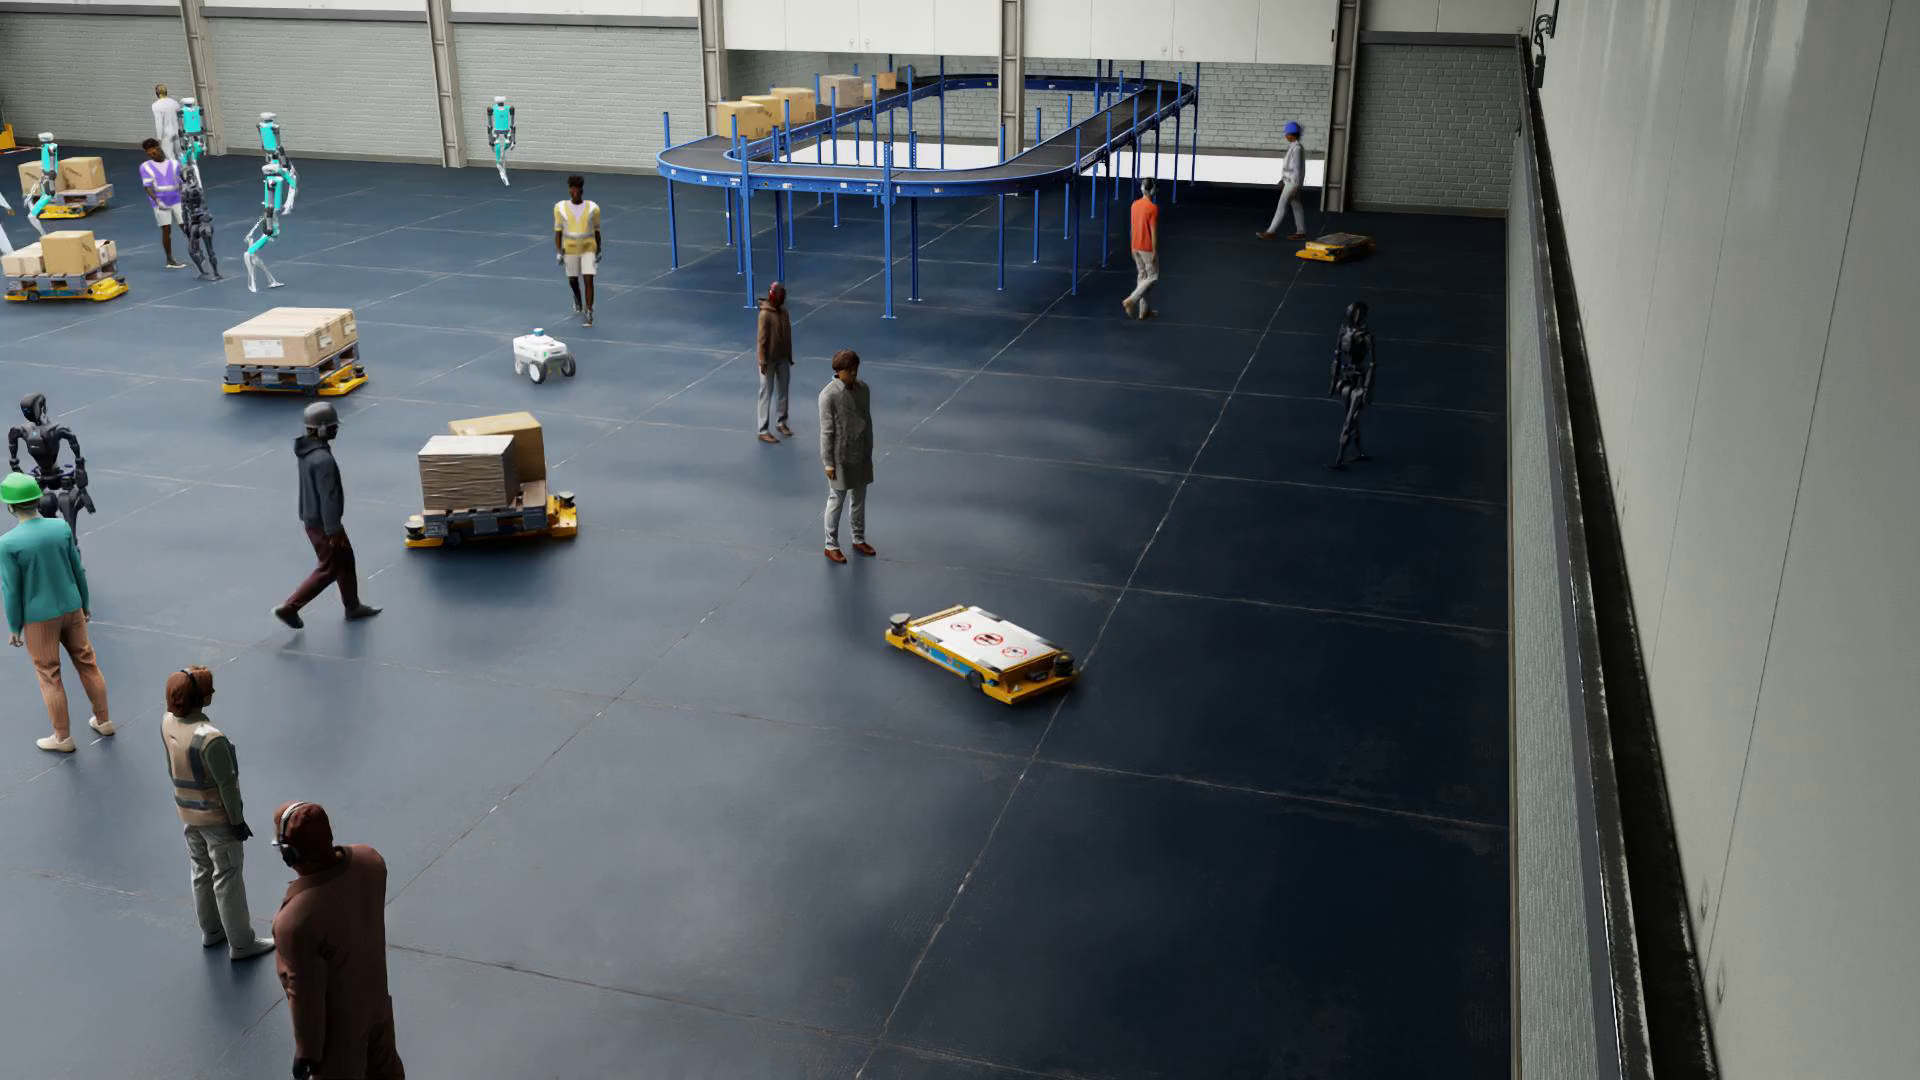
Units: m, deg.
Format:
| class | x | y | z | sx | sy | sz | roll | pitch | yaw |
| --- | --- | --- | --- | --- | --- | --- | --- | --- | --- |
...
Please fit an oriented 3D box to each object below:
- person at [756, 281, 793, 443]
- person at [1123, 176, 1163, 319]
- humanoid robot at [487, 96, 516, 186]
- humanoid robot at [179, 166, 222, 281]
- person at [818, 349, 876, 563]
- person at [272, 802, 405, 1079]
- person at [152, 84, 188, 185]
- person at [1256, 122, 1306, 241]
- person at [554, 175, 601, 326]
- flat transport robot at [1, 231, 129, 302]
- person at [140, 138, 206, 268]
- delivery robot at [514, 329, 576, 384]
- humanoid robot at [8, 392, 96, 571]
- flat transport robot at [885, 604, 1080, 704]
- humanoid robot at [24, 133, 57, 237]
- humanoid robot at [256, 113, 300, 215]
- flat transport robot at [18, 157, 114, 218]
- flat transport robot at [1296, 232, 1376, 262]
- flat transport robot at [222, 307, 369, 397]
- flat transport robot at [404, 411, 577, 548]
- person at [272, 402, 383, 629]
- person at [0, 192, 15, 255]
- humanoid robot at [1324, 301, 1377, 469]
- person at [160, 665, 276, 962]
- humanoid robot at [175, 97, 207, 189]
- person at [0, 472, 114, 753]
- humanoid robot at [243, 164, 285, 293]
| class | x | y | z | sx | sy | sz | roll | pitch | yaw |
| --- | --- | --- | --- | --- | --- | --- | --- | --- | --- |
| person | -1.902 | -1.840 | 17.038 | 0.337 | 1.642 | 0.496 | 15 | 26 | 34 |
| person | 2.392 | -3.804 | 21.796 | 0.644 | 1.896 | 0.476 | -16 | 26 | -35 |
| humanoid robot | -8.969 | -7.792 | 32.430 | 0.546 | 1.765 | 1.042 | -9 | 23 | -23 |
| humanoid robot | -11.025 | -4.583 | 24.106 | 0.607 | 1.650 | 0.339 | 13 | 25 | 30 |
| person | -0.930 | -0.701 | 13.847 | 0.507 | 1.822 | 0.364 | -17 | 27 | -37 |
| person | -2.591 | 1.934 | 6.900 | 0.405 | 1.901 | 0.639 | 4 | 21 | 11 |
| person | -15.255 | -7.803 | 32.099 | 0.353 | 1.937 | 0.634 | 7 | 22 | 17 |
| person | 5.282 | -5.794 | 26.931 | 0.839 | 1.908 | 0.624 | 4 | 21 | 9 |
| person | -4.982 | -3.826 | 21.781 | 0.603 | 1.941 | 0.825 | -4 | 21 | -10 |
| flat transport robot | -12.516 | -3.535 | 23.345 | 1.431 | 0.231 | 0.659 | -1 | 21 | -3 |
| person | -11.834 | -5.054 | 24.988 | 0.691 | 1.923 | 0.543 | -16 | 26 | -35 |
| delivery robot | -4.887 | -2.168 | 19.382 | 0.757 | 0.580 | 0.499 | 20 | 29 | 41 |
| humanoid robot | -7.232 | -0.375 | 13.217 | 0.609 | 1.632 | 0.690 | -2 | 21 | -4 |
| flat transport robot | 0.146 | 0.798 | 12.109 | 0.659 | 0.231 | 1.431 | -17 | 27 | -37 |
| humanoid robot | -14.781 | -5.599 | 26.662 | 0.789 | 1.769 | 0.535 | -16 | 26 | -35 |
| humanoid robot | -11.968 | -6.688 | 29.501 | 0.551 | 1.784 | 0.773 | 13 | 25 | 31 |
| flat transport robot | -15.762 | -5.911 | 29.508 | 0.659 | 0.231 | 1.431 | -3 | 21 | -8 |
| flat transport robot | 5.916 | -4.596 | 26.097 | 0.659 | 0.231 | 1.431 | 16 | 26 | 36 |
| flat transport robot | -7.565 | -1.839 | 18.947 | 1.431 | 0.231 | 0.659 | 2 | 21 | 5 |
| flat transport robot | -4.113 | -0.174 | 14.629 | 1.431 | 0.231 | 0.659 | -5 | 22 | -12 |
| person | -4.833 | -0.154 | 12.478 | 0.746 | 1.781 | 0.593 | -13 | 25 | -30 |
| person | -14.240 | -4.845 | 24.532 | 0.944 | 1.865 | 0.589 | -6 | 22 | -16 |
| humanoid robot | 3.783 | -1.510 | 16.157 | 0.694 | 1.633 | 0.594 | -11 | 24 | -26 |
| person | -3.873 | 1.413 | 8.603 | 0.521 | 1.639 | 0.304 | 14 | 25 | 32 |
| humanoid robot | -14.681 | -7.511 | 31.690 | 0.720 | 1.829 | 0.543 | 16 | 26 | 35 |
| person | -5.908 | 0.460 | 10.782 | 0.400 | 1.861 | 0.533 | 13 | 24 | 30 |
| humanoid robot | -9.969 | -4.414 | 23.576 | 0.880 | 1.767 | 0.597 | -4 | 21 | -10 |
